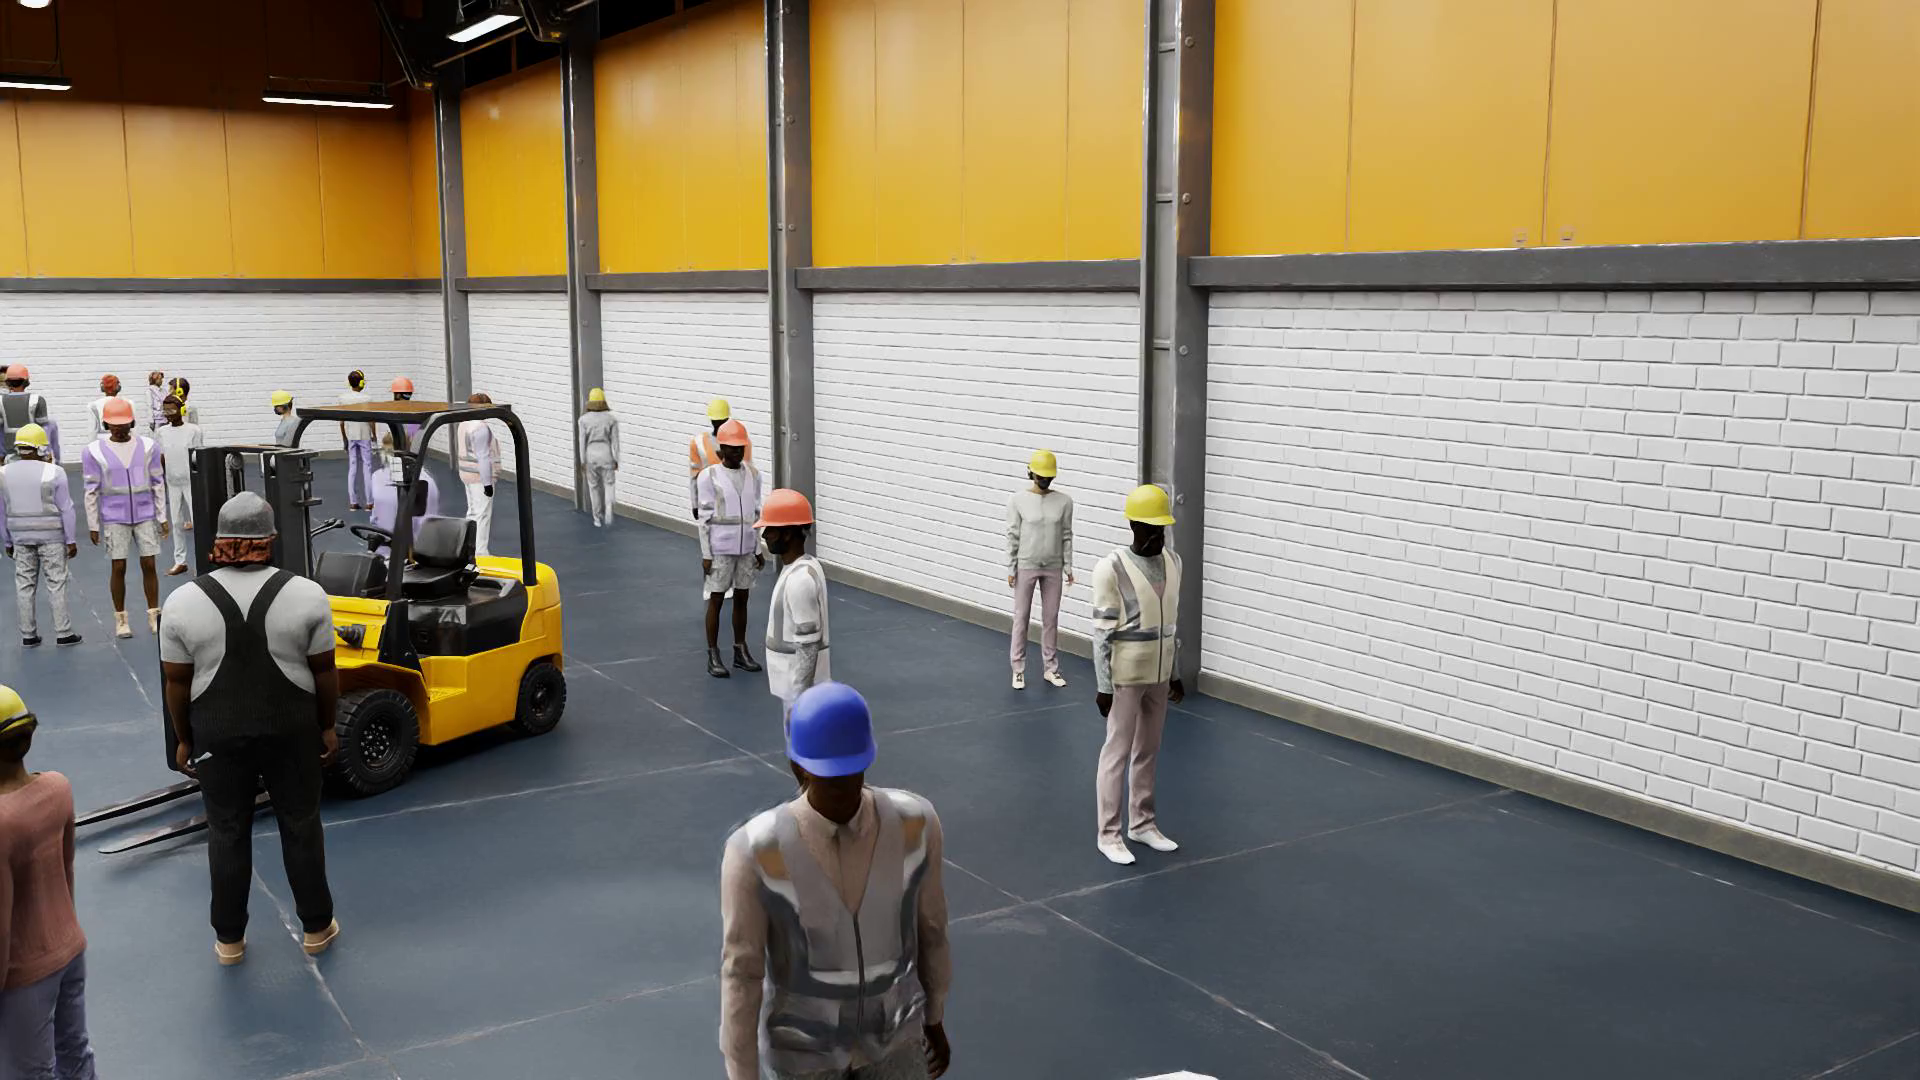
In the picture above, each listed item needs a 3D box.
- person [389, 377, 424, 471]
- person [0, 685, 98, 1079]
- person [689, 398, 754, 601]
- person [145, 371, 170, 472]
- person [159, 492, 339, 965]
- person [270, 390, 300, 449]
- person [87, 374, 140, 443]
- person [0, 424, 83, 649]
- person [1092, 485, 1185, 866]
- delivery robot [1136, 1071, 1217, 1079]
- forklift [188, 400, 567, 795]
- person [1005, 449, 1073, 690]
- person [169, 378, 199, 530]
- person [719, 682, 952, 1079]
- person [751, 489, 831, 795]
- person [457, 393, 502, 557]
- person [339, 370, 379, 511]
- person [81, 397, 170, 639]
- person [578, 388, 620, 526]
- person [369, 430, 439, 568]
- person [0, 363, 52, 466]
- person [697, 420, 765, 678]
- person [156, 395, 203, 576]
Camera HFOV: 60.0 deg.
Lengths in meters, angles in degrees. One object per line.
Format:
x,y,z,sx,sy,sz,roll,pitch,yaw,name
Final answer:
-6.294,-0.884,18.905,0.355,1.939,0.543,3,9,20,person
-2.789,1.279,4.932,0.328,1.761,0.523,0,8,-3,person
-2.219,-0.371,15.551,0.597,1.903,0.602,-2,9,-12,person
-12.826,-1.879,26.613,0.307,1.640,0.519,1,8,4,person
-3.053,0.798,7.225,0.687,2.000,0.535,-3,9,-19,person
-7.827,-0.861,19.364,0.328,1.759,0.524,-6,10,-34,person
-10.439,-1.104,20.570,0.573,1.885,0.357,-2,9,-11,person
-7.455,-0.025,13.473,0.590,1.833,0.404,-1,8,-5,person
0.929,0.672,8.454,0.594,1.924,0.382,-7,11,-40,person
0.715,1.832,4.924,0.477,0.478,0.707,-3,9,-20,delivery robot
-3.529,0.258,10.348,1.214,2.155,2.313,4,9,25,forklift
0.585,0.210,12.133,0.522,1.761,0.321,-2,9,-16,person
-9.421,-1.044,20.266,0.331,1.860,0.534,-3,9,-21,person
-0.297,1.295,4.255,0.642,1.923,0.543,-3,9,-20,person
-0.822,0.712,8.155,0.373,1.935,0.552,-1,8,-6,person
-5.063,-0.633,17.578,0.429,1.837,0.629,-5,10,-31,person
-7.942,-1.313,22.029,0.510,1.872,0.328,1,9,9,person
-6.951,-0.185,13.898,0.619,2.029,0.410,-7,11,-38,person
-4.426,-0.988,20.425,0.486,1.693,0.576,-2,9,-13,person
-3.979,0.148,12.011,0.644,1.920,0.512,5,10,31,person
-11.197,-1.085,19.898,0.607,2.048,0.366,-2,9,-15,person
-1.705,0.059,12.552,0.547,1.938,0.378,-7,11,-39,person
-7.925,-0.553,16.949,0.512,1.861,0.325,1,8,4,person
